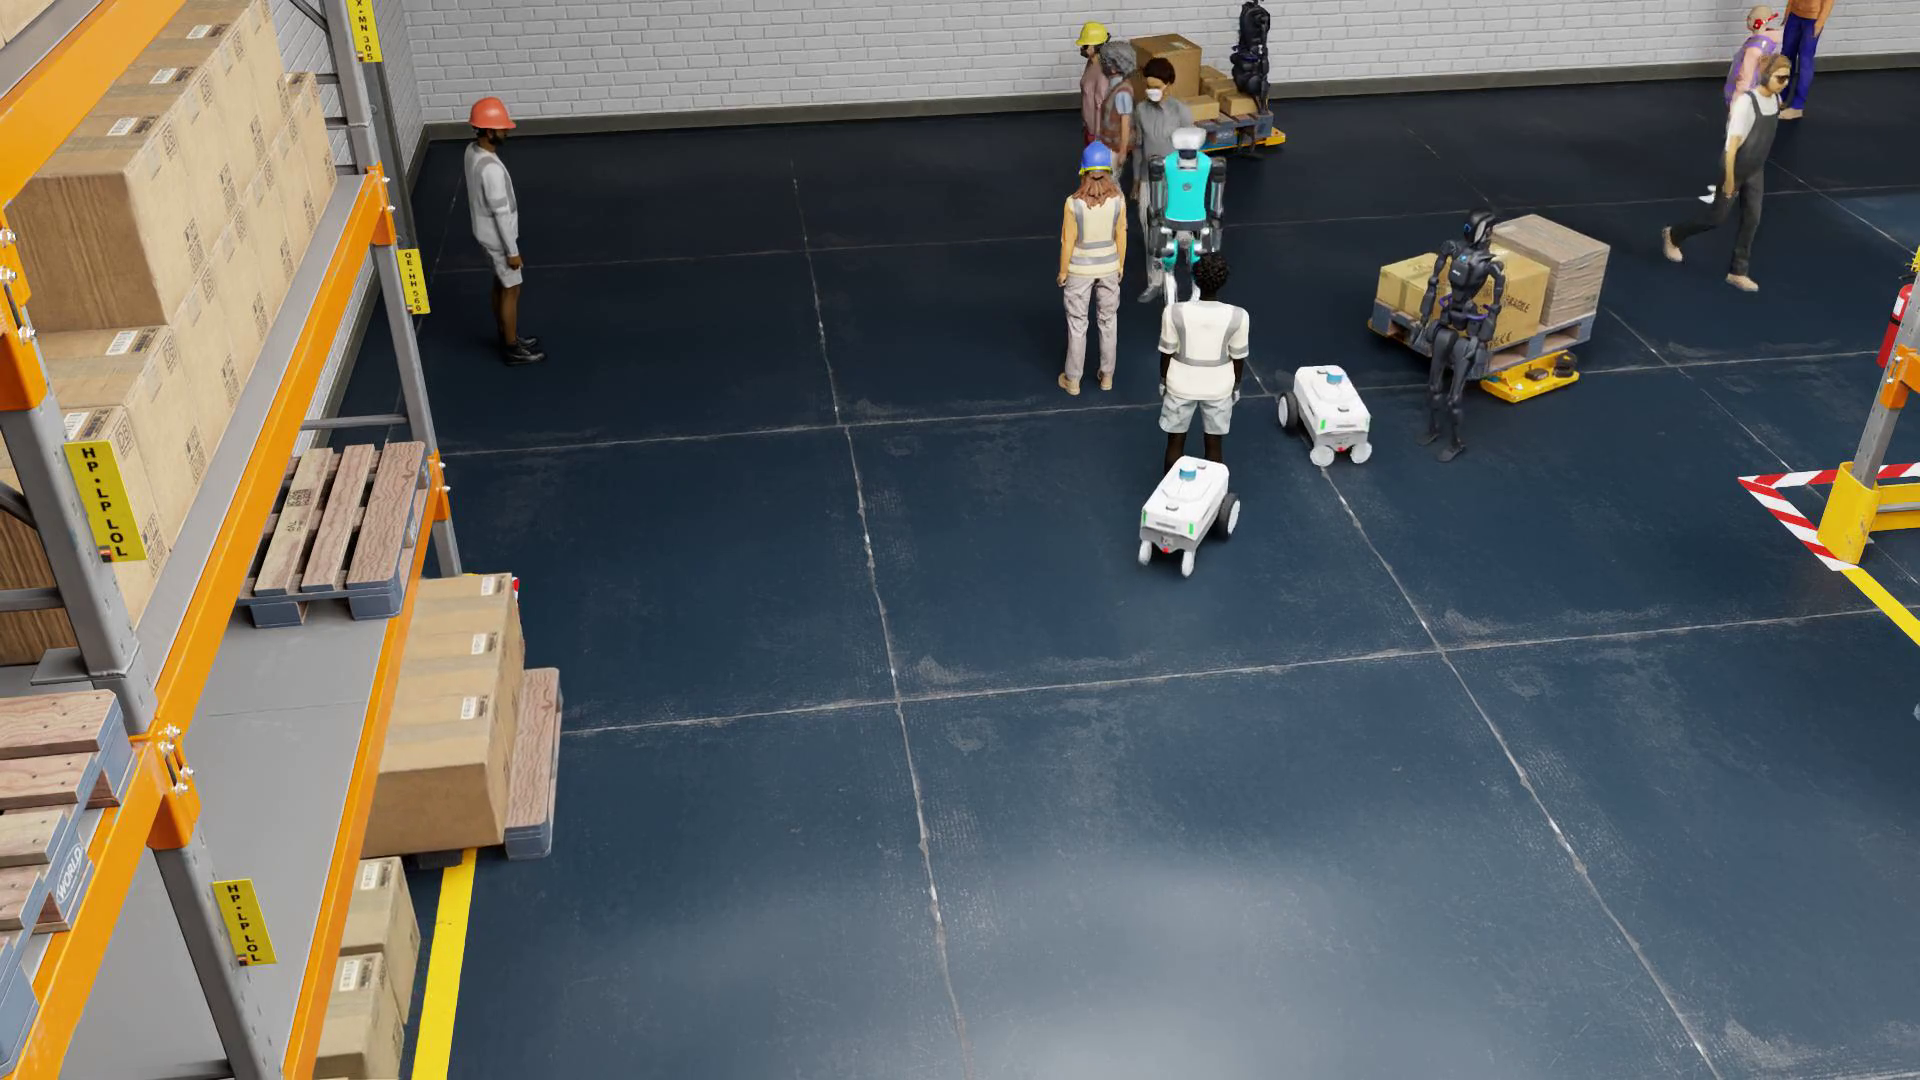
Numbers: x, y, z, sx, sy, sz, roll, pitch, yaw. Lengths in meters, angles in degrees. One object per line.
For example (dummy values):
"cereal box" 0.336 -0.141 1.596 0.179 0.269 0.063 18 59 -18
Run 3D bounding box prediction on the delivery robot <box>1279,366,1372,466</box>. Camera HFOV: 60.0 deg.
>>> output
"delivery robot" 2.421 -0.852 10.906 0.506 0.604 0.775 -2 33 -4

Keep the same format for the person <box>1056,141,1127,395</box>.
"person" 0.891 -1.828 11.273 0.466 1.778 0.309 -8 34 -12

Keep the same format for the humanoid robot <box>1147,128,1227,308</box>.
"humanoid robot" 1.581 -2.110 11.767 0.547 1.804 0.772 4 33 7

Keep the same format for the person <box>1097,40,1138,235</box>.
"person" 1.219 -3.209 13.476 0.357 1.678 0.454 -3 33 -4

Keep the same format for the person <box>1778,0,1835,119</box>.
"person" 8.193 -5.097 16.109 0.398 1.974 0.517 -10 34 -15

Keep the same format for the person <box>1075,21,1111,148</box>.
"person" 1.089 -3.376 13.666 0.347 1.759 0.520 -5 33 -7

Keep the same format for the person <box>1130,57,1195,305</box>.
"person" 1.581 -2.743 12.583 0.569 1.871 0.640 21 38 29

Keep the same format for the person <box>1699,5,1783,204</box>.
"person" 6.712 -3.731 14.274 0.352 1.685 0.485 19 38 27

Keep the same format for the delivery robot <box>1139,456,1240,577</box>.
"delivery robot" 1.337 -0.188 9.875 0.499 0.590 0.793 15 36 21

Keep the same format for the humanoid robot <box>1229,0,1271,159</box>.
"humanoid robot" 2.656 -4.299 15.150 0.359 1.653 0.590 -9 34 -13

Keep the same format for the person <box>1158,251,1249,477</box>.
"person" 1.431 -0.915 9.950 0.533 1.692 0.320 3 33 4

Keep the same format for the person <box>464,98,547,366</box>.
"person" -3.189 -2.136 11.617 0.387 1.924 0.547 -17 37 -24

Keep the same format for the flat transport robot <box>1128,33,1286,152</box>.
"flat transport robot" 2.301 -3.860 15.768 1.431 0.231 0.659 -12 35 -18

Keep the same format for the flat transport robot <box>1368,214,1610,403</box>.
"flat transport robot" 3.700 -1.420 12.029 0.659 0.231 1.431 -19 38 -26

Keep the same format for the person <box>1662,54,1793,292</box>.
"person" 5.981 -2.873 12.839 0.517 1.816 0.797 -16 36 -22

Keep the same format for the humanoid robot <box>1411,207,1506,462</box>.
"humanoid robot" 3.141 -1.324 10.585 0.398 1.648 0.586 -23 40 -31
